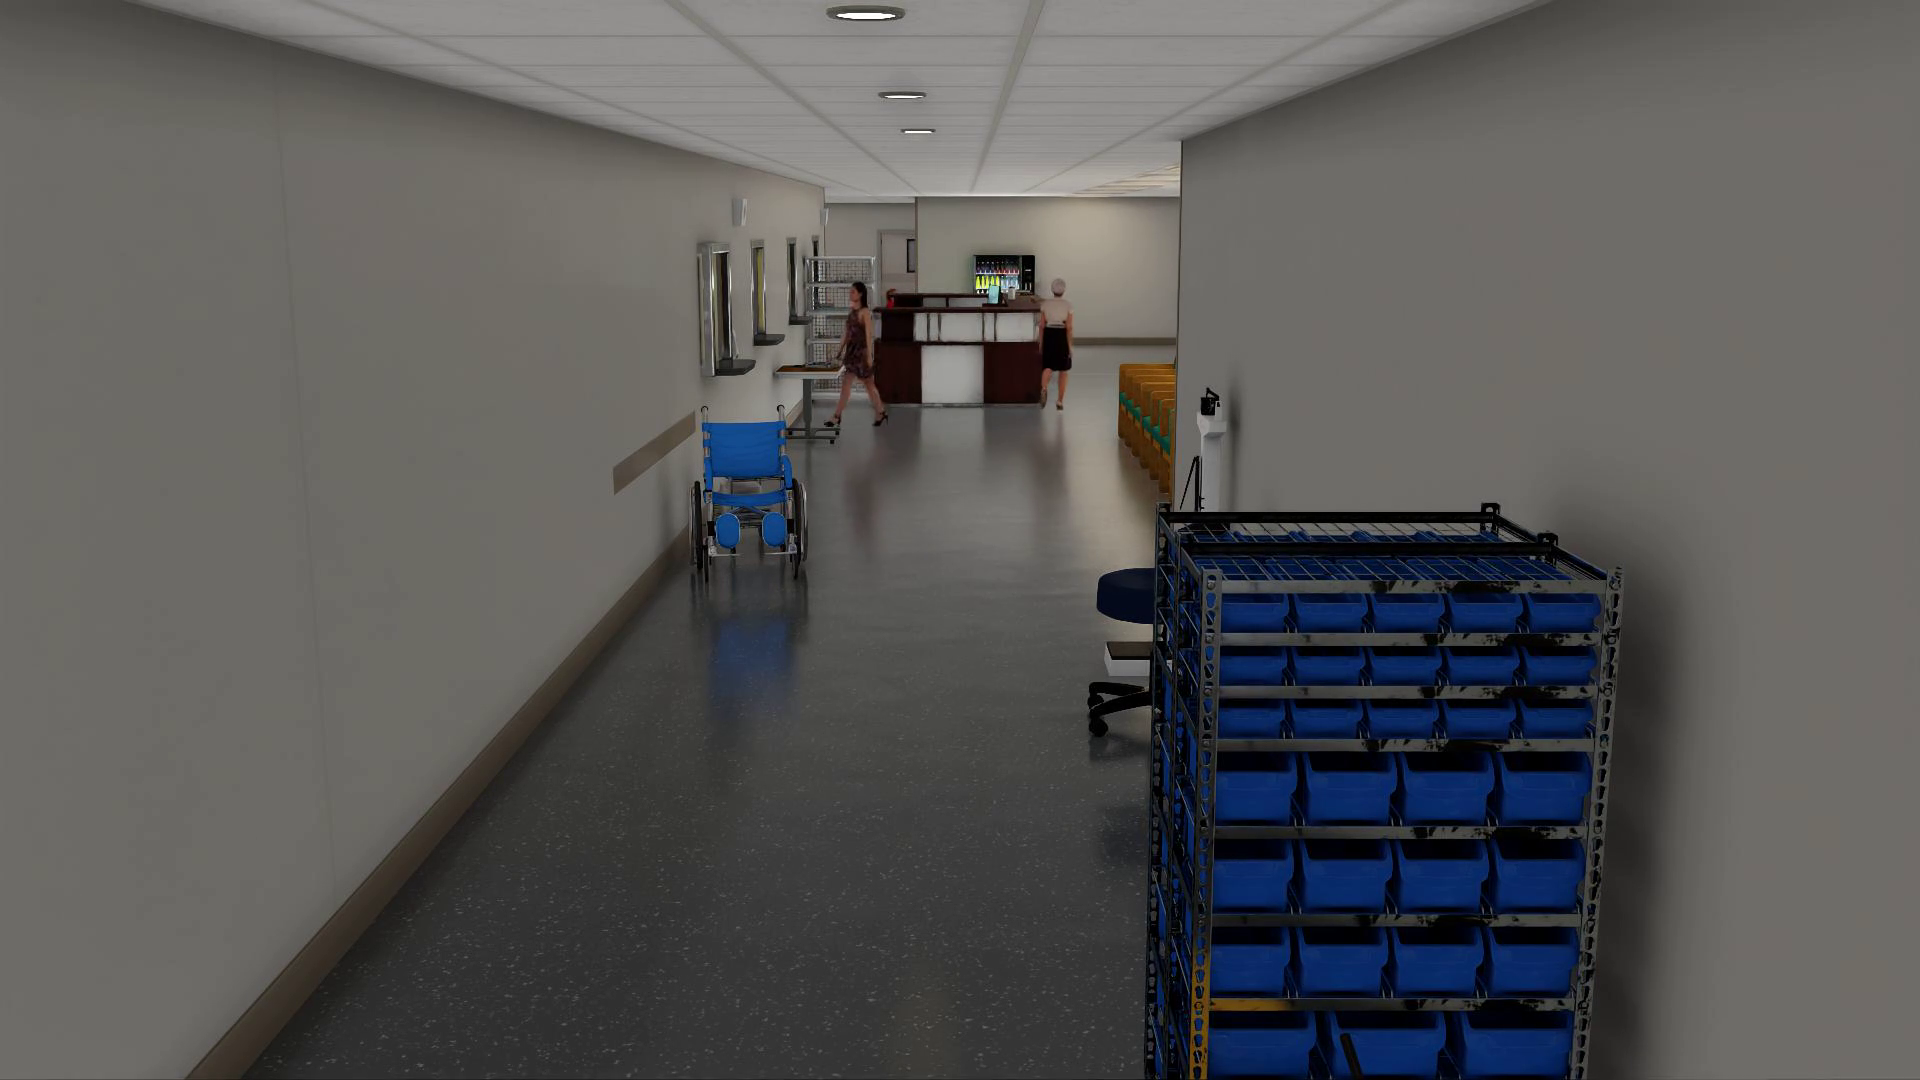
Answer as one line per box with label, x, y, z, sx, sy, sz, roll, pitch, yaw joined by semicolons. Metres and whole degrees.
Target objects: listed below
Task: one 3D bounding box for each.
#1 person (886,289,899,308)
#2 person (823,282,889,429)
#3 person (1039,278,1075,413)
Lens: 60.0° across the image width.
person;-1.223;-3.948;30.416;0.601;1.283;0.562;4;11;20
person;-1.145;-2.154;19.780;1.214;1.723;0.999;-6;13;-31
person;1.219;-2.488;21.516;1.032;1.733;0.895;4;11;19
